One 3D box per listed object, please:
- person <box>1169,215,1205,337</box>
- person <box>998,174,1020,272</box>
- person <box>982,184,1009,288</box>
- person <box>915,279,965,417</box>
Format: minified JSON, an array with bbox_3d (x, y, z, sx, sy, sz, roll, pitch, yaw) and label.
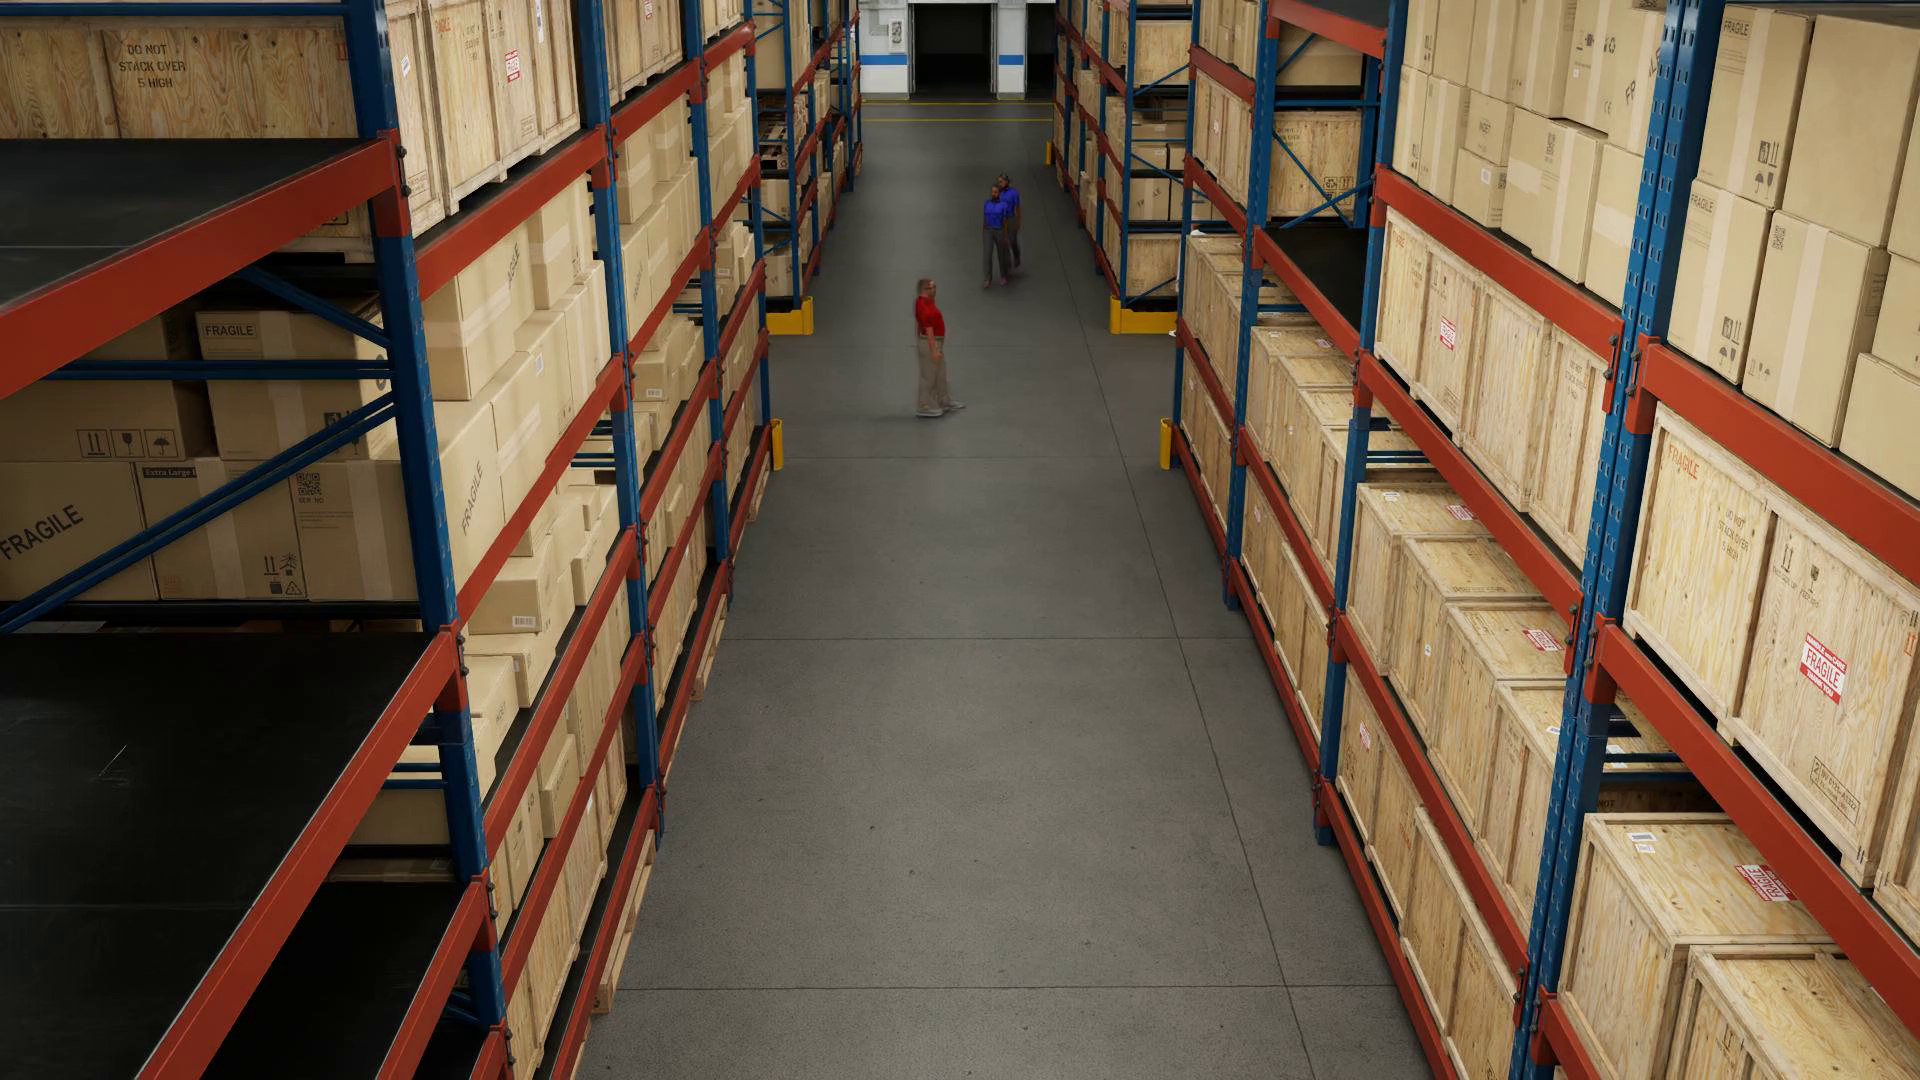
[{"bbox_3d":[3.327,-3.862,24.280,0.376,1.783,0.565,15,26,33],"label":"person"},{"bbox_3d":[0.806,-5.412,28.369,0.462,1.645,0.515,7,23,17],"label":"person"},{"bbox_3d":[0.568,-4.993,27.348,0.440,1.673,0.722,7,22,16],"label":"person"},{"bbox_3d":[-0.234,-2.396,20.618,0.640,1.722,0.541,-3,22,-8],"label":"person"}]
